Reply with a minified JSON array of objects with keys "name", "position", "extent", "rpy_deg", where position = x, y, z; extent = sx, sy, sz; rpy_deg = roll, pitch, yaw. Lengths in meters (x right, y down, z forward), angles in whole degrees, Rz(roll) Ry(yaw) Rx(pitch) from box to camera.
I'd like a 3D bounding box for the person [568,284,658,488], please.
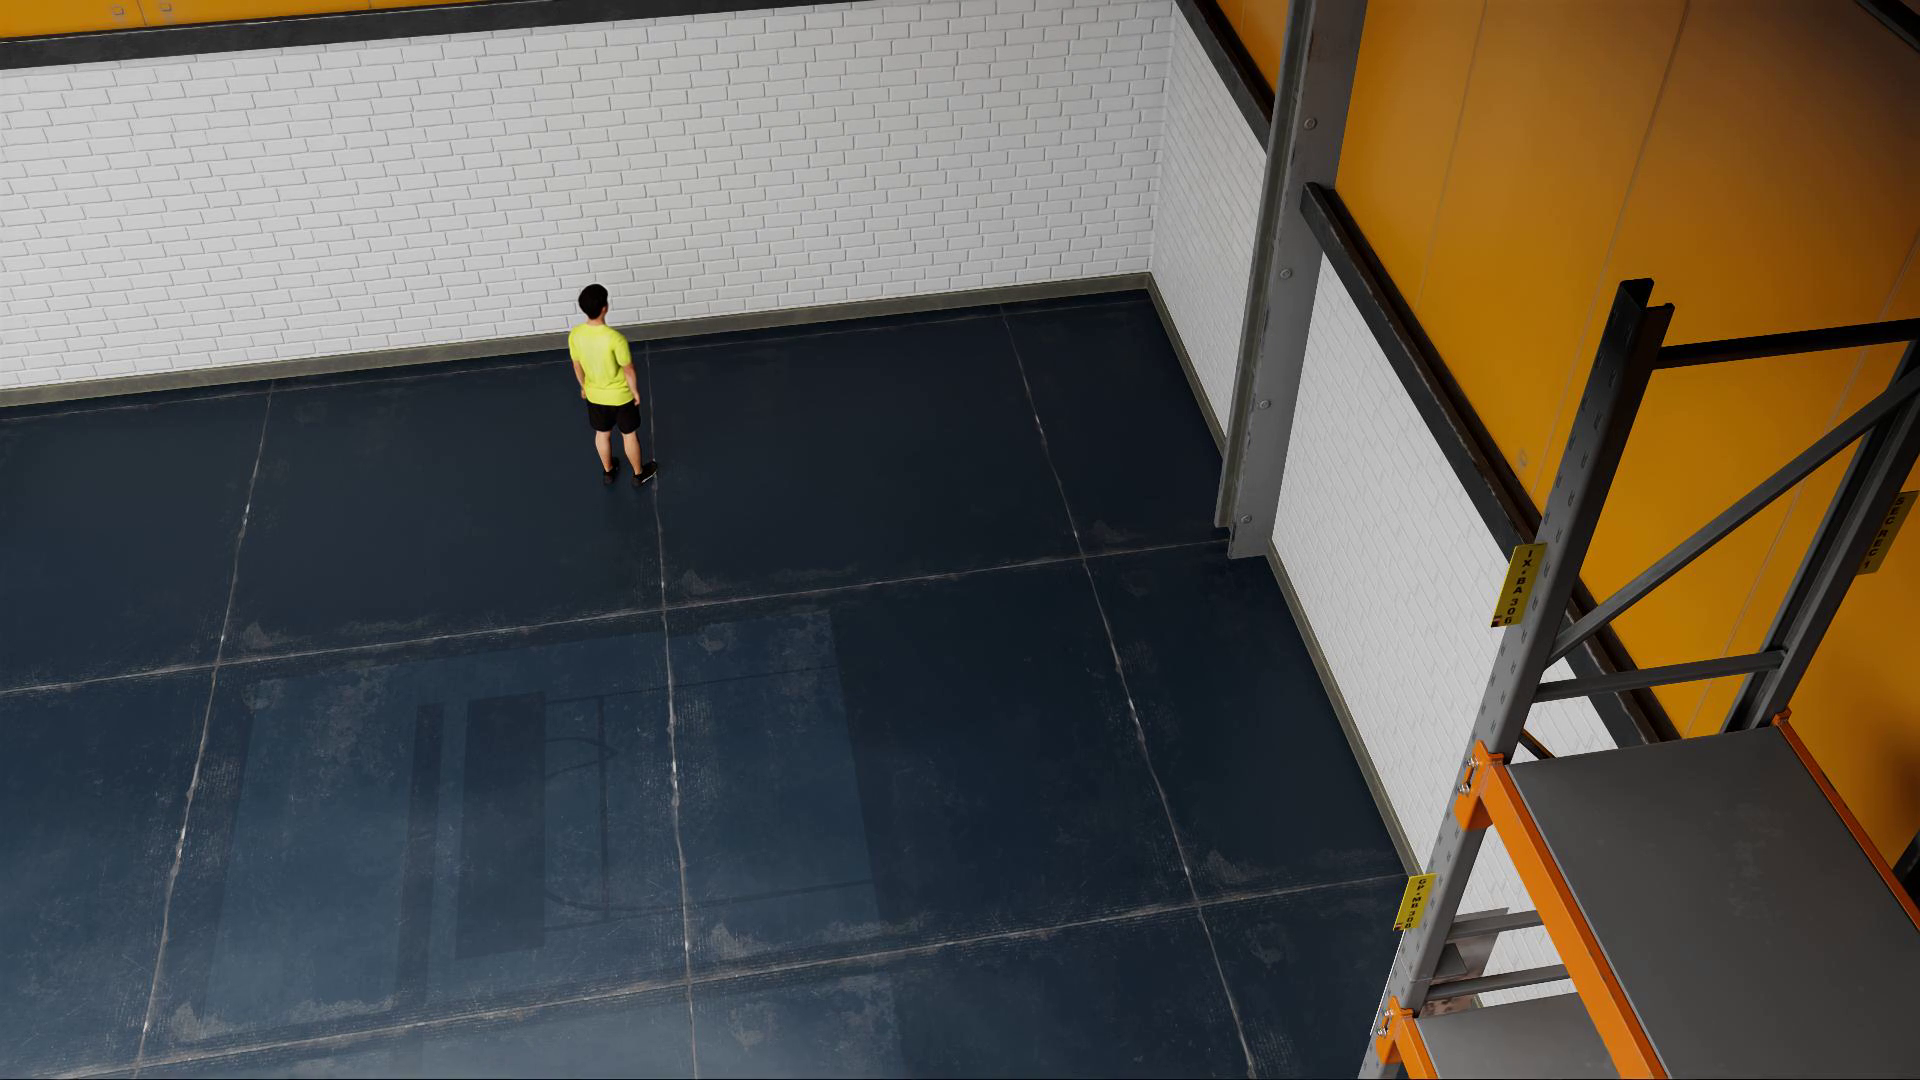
[{"name":"person","position":[-2.539,-1.095,12.023],"extent":[0.700,1.708,0.686],"rpy_deg":[11,45,11]}]
